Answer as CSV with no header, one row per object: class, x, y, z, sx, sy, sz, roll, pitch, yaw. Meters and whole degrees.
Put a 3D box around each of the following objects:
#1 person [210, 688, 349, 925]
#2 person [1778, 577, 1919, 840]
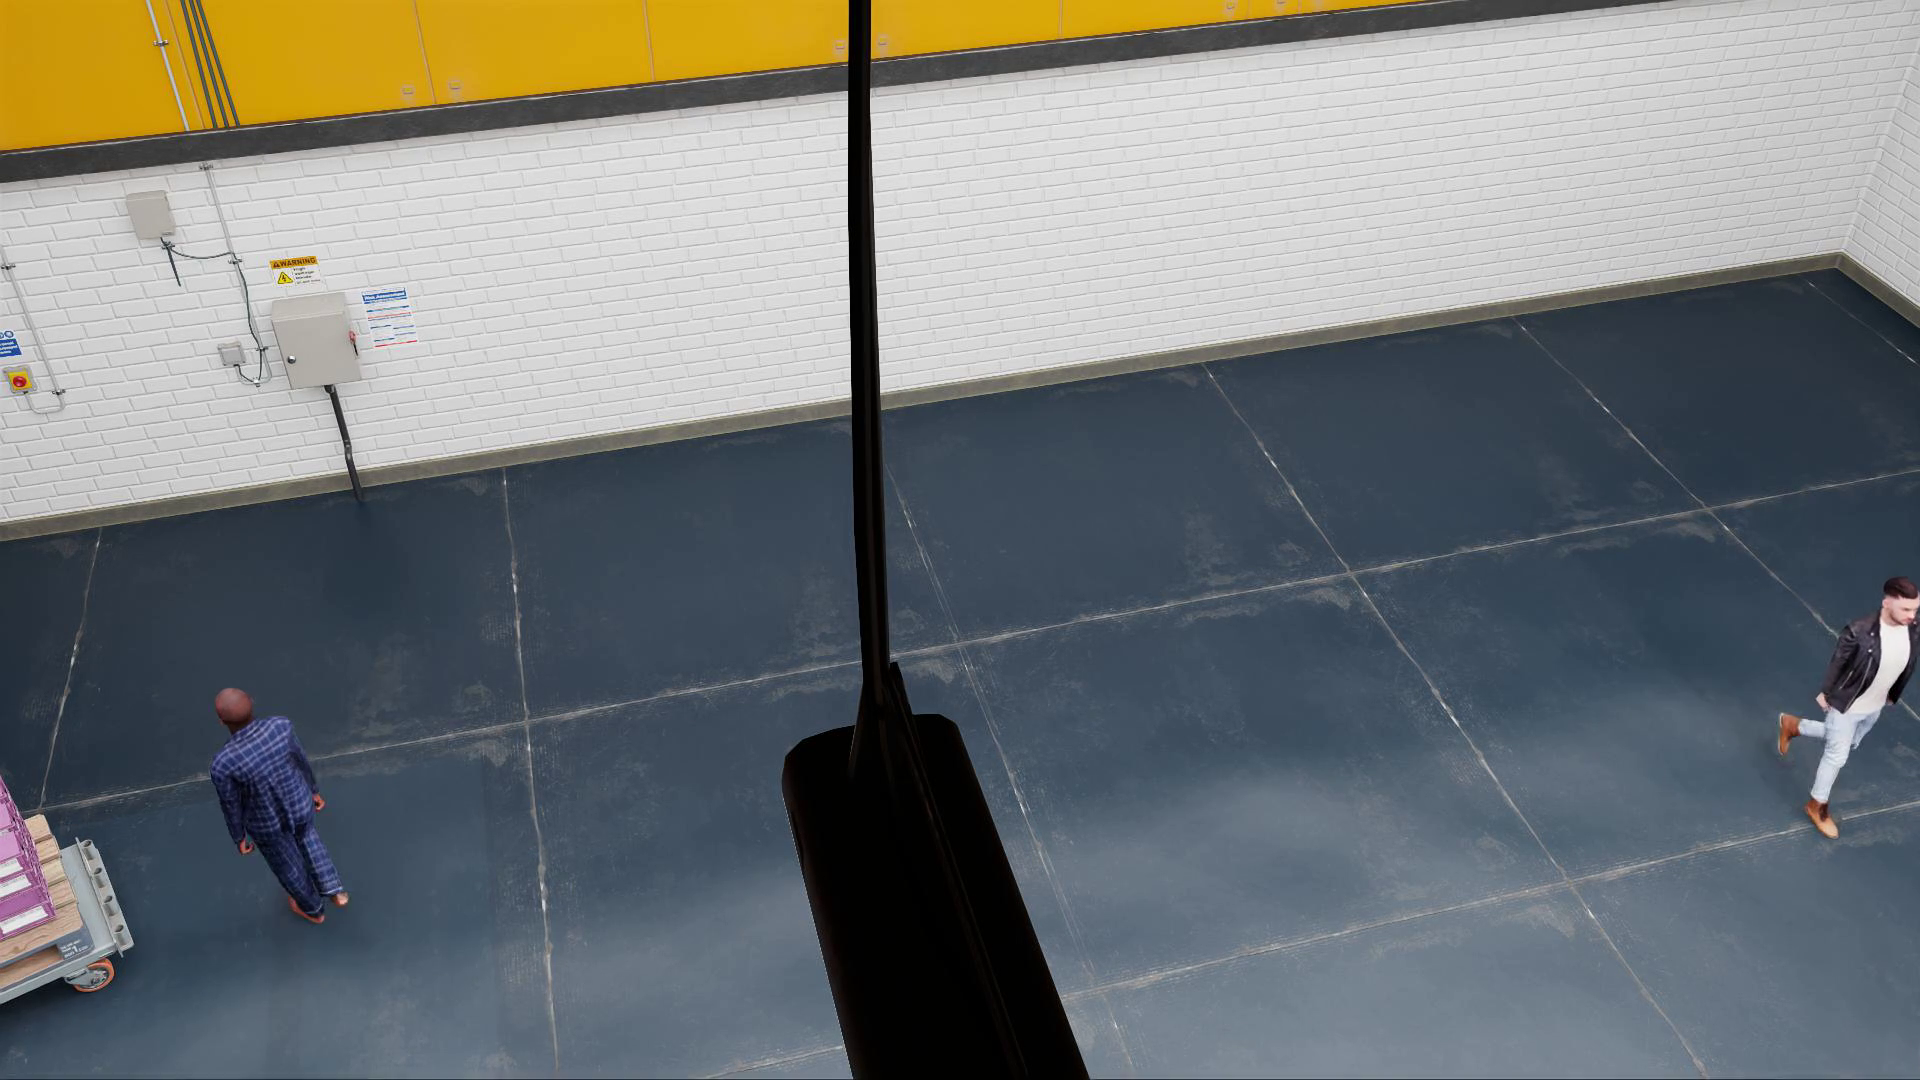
person,-3.714,1.519,9.186,0.884,1.810,0.834,25,45,28
person,5.322,0.893,9.961,0.664,1.820,1.012,-8,39,-10
